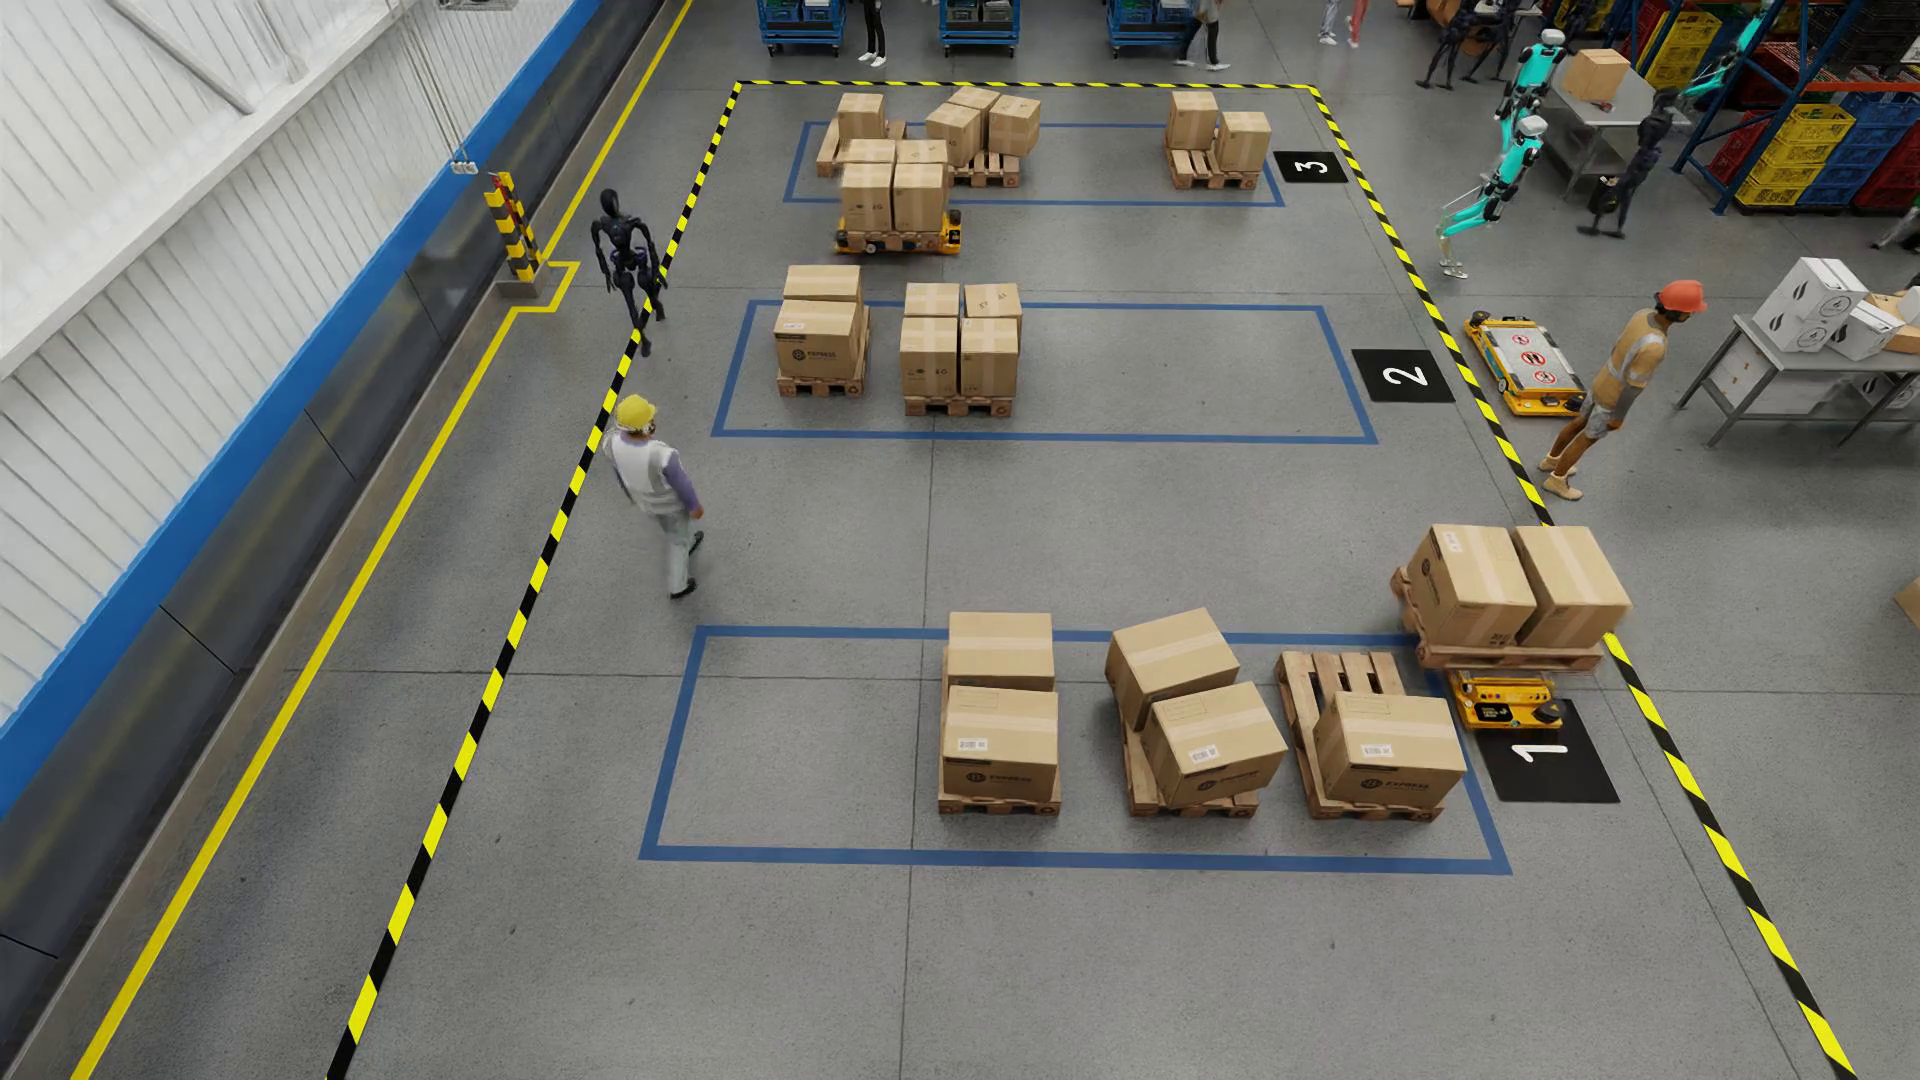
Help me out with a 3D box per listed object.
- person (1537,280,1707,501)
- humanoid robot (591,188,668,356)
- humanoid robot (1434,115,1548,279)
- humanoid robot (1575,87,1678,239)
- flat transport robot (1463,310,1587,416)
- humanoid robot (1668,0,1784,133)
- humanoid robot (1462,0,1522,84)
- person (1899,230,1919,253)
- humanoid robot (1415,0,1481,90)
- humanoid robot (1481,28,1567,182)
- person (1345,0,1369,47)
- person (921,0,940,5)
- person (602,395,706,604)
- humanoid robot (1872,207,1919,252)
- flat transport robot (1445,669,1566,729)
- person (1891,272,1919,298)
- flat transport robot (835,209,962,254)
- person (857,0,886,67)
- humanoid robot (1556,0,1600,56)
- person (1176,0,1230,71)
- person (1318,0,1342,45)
[{"bbox_3d":[5.297,-1.189,7.388,0.366,2.048,0.606,14,51,12],"label":"person"},{"bbox_3d":[-3.185,-2.666,8.943,0.595,1.647,0.748,-7,49,-6],"label":"humanoid robot"},{"bbox_3d":[5.379,-3.561,9.553,0.735,1.681,0.533,8,50,7],"label":"humanoid robot"},{"bbox_3d":[7.561,-4.145,10.198,0.519,1.626,0.610,34,57,26],"label":"humanoid robot"},{"bbox_3d":[5.573,-1.757,9.054,0.659,0.231,1.431,1,49,1],"label":"flat transport robot"},{"bbox_3d":[9.718,-6.022,11.761,0.976,1.726,0.549,9,50,8],"label":"humanoid robot"},{"bbox_3d":[7.726,-7.267,12.900,0.643,1.636,0.589,27,54,22],"label":"humanoid robot"},{"bbox_3d":[11.271,-3.949,9.871,0.844,1.898,0.551,18,51,15],"label":"person"},{"bbox_3d":[6.968,-7.193,12.827,0.600,1.645,0.508,-35,57,-26],"label":"humanoid robot"},{"bbox_3d":[6.730,-4.975,10.943,0.553,1.907,0.732,-4,49,-4],"label":"humanoid robot"},{"bbox_3d":[6.216,-8.645,13.971,0.592,1.848,1.007,-4,49,-3],"label":"person"},{"bbox_3d":[-0.472,-9.793,14.951,0.527,1.870,0.319,30,55,23],"label":"person"},{"bbox_3d":[-2.205,-0.347,6.825,0.602,1.800,0.781,17,51,14],"label":"person"},{"bbox_3d":[10.844,-3.877,9.966,0.878,1.857,0.560,-2,49,-2],"label":"humanoid robot"},{"bbox_3d":[3.915,0.737,6.877,0.652,0.197,1.431,1,49,1],"label":"flat transport robot"},{"bbox_3d":[10.325,-3.173,9.241,0.340,1.841,0.499,-19,52,-16],"label":"person"},{"bbox_3d":[-0.700,-3.591,10.623,1.431,0.197,0.652,1,49,1],"label":"flat transport robot"},{"bbox_3d":[-1.314,-7.924,13.333,0.328,1.872,0.508,-33,57,-25],"label":"person"},{"bbox_3d":[8.956,-7.535,13.130,0.508,1.642,0.608,0,49,0],"label":"humanoid robot"},{"bbox_3d":[3.675,-7.754,13.222,0.872,1.813,0.606,4,49,3],"label":"person"},{"bbox_3d":[5.850,-8.536,13.945,0.295,1.743,0.492,9,50,8],"label":"person"}]
